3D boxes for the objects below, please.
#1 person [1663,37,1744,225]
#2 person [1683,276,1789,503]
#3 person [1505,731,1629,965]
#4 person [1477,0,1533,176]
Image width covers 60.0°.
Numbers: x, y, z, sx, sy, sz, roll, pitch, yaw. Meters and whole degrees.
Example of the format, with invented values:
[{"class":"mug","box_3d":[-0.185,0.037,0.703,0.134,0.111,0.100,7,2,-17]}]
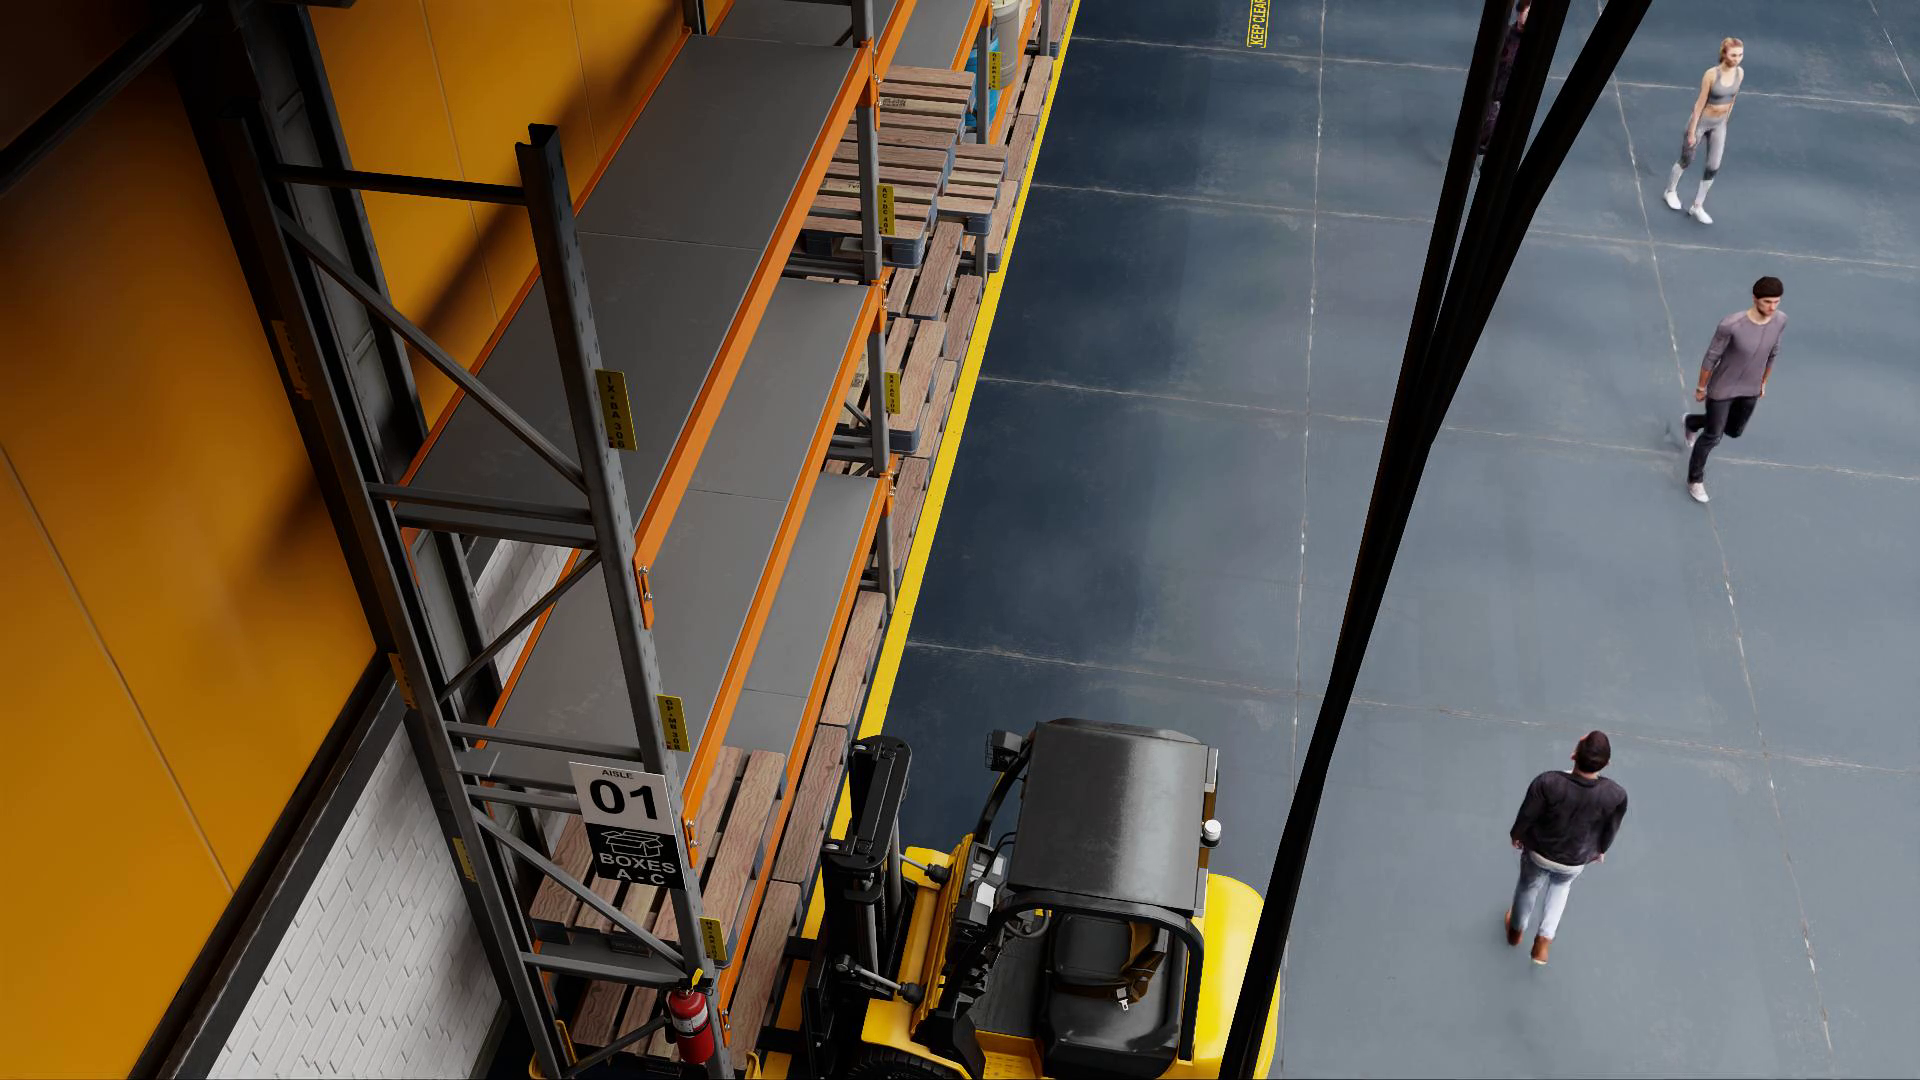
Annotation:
[{"class":"person","box_3d":[6.647,-3.739,14.914,0.746,1.685,0.906,-7,44,-7]},{"class":"person","box_3d":[5.598,-1.179,12.119,0.885,1.835,1.052,-7,44,-7]},{"class":"person","box_3d":[3.264,1.738,9.063,0.668,1.827,0.732,9,44,9]},{"class":"person","box_3d":[4.882,-4.057,15.090,0.876,1.903,0.944,-13,45,-13]}]
